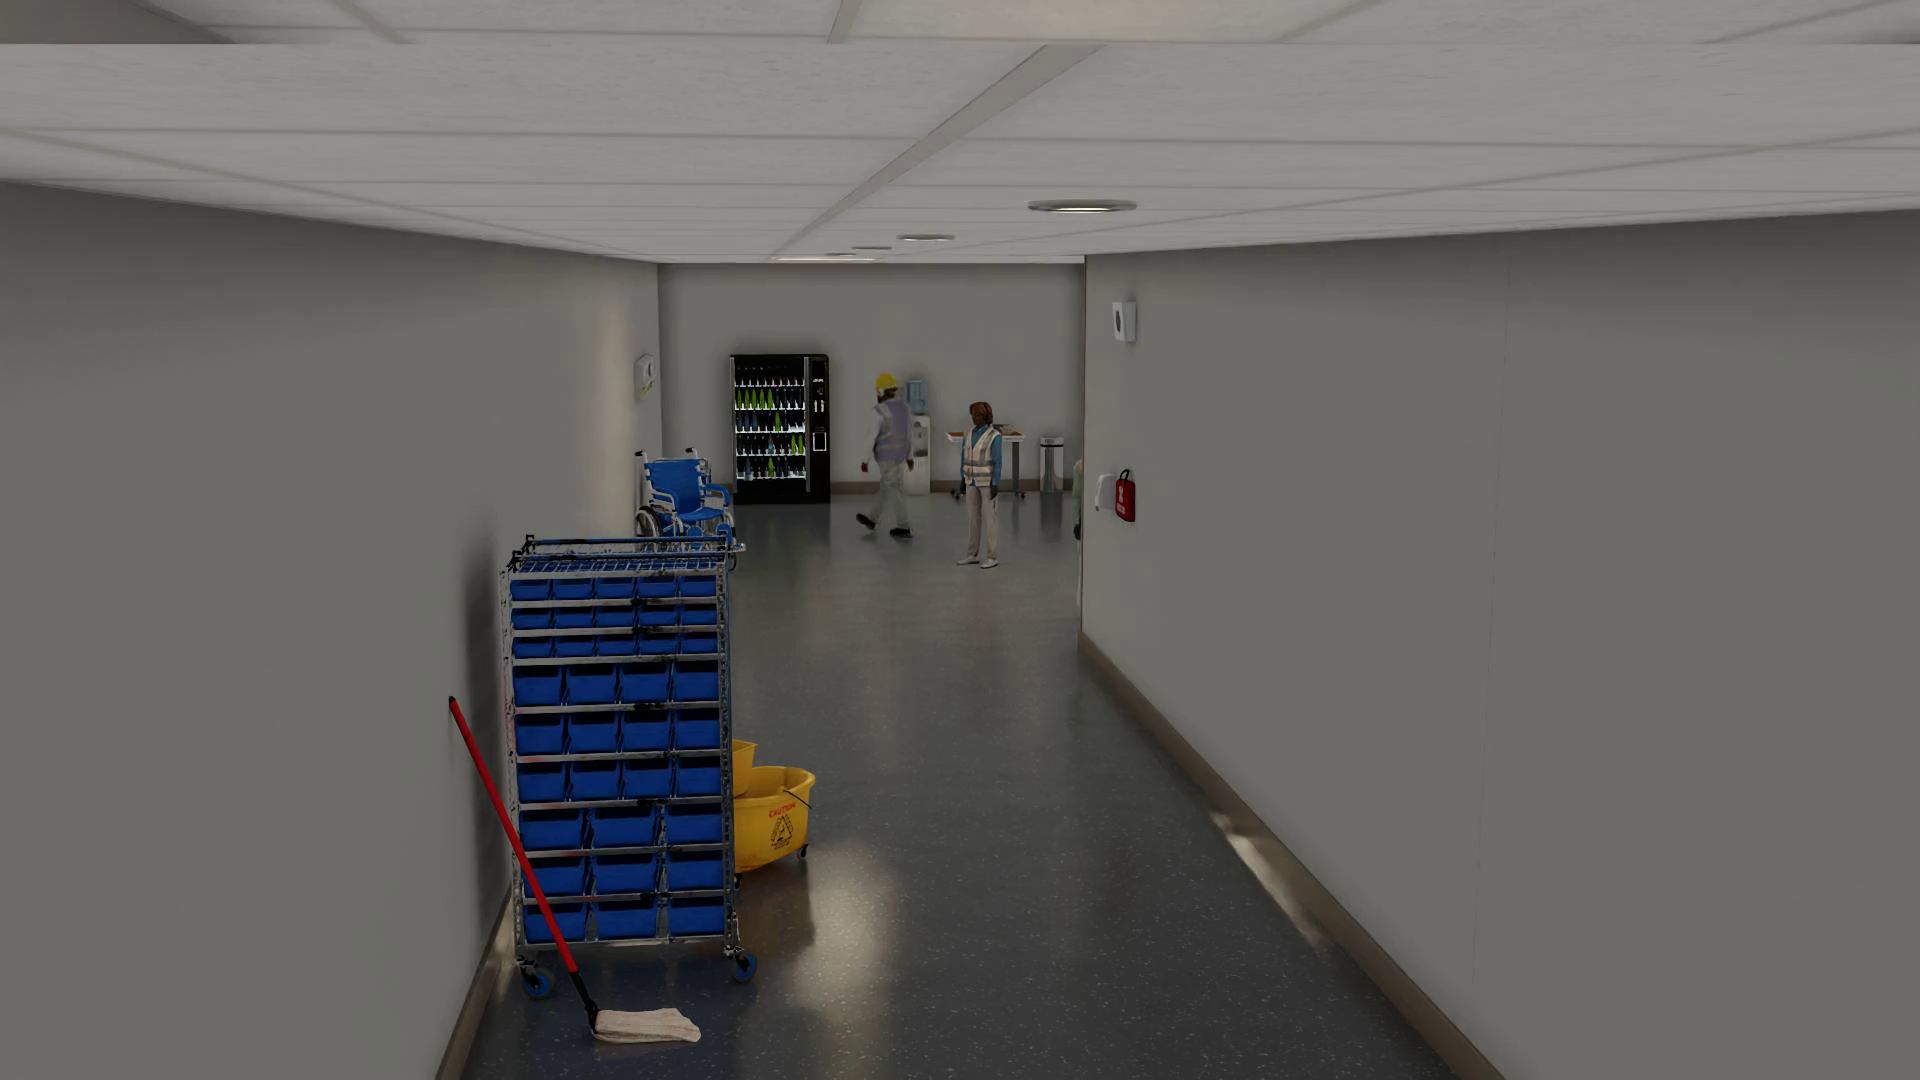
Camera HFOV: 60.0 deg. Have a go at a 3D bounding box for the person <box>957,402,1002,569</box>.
[{"bbox_3d":[0.206,-0.545,16.371,0.513,1.641,0.307,8,12,43],"label":"person"}]

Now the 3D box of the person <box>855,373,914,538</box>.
[{"bbox_3d":[-0.865,-0.938,18.347,0.902,1.785,0.625,7,11,36],"label":"person"}]
